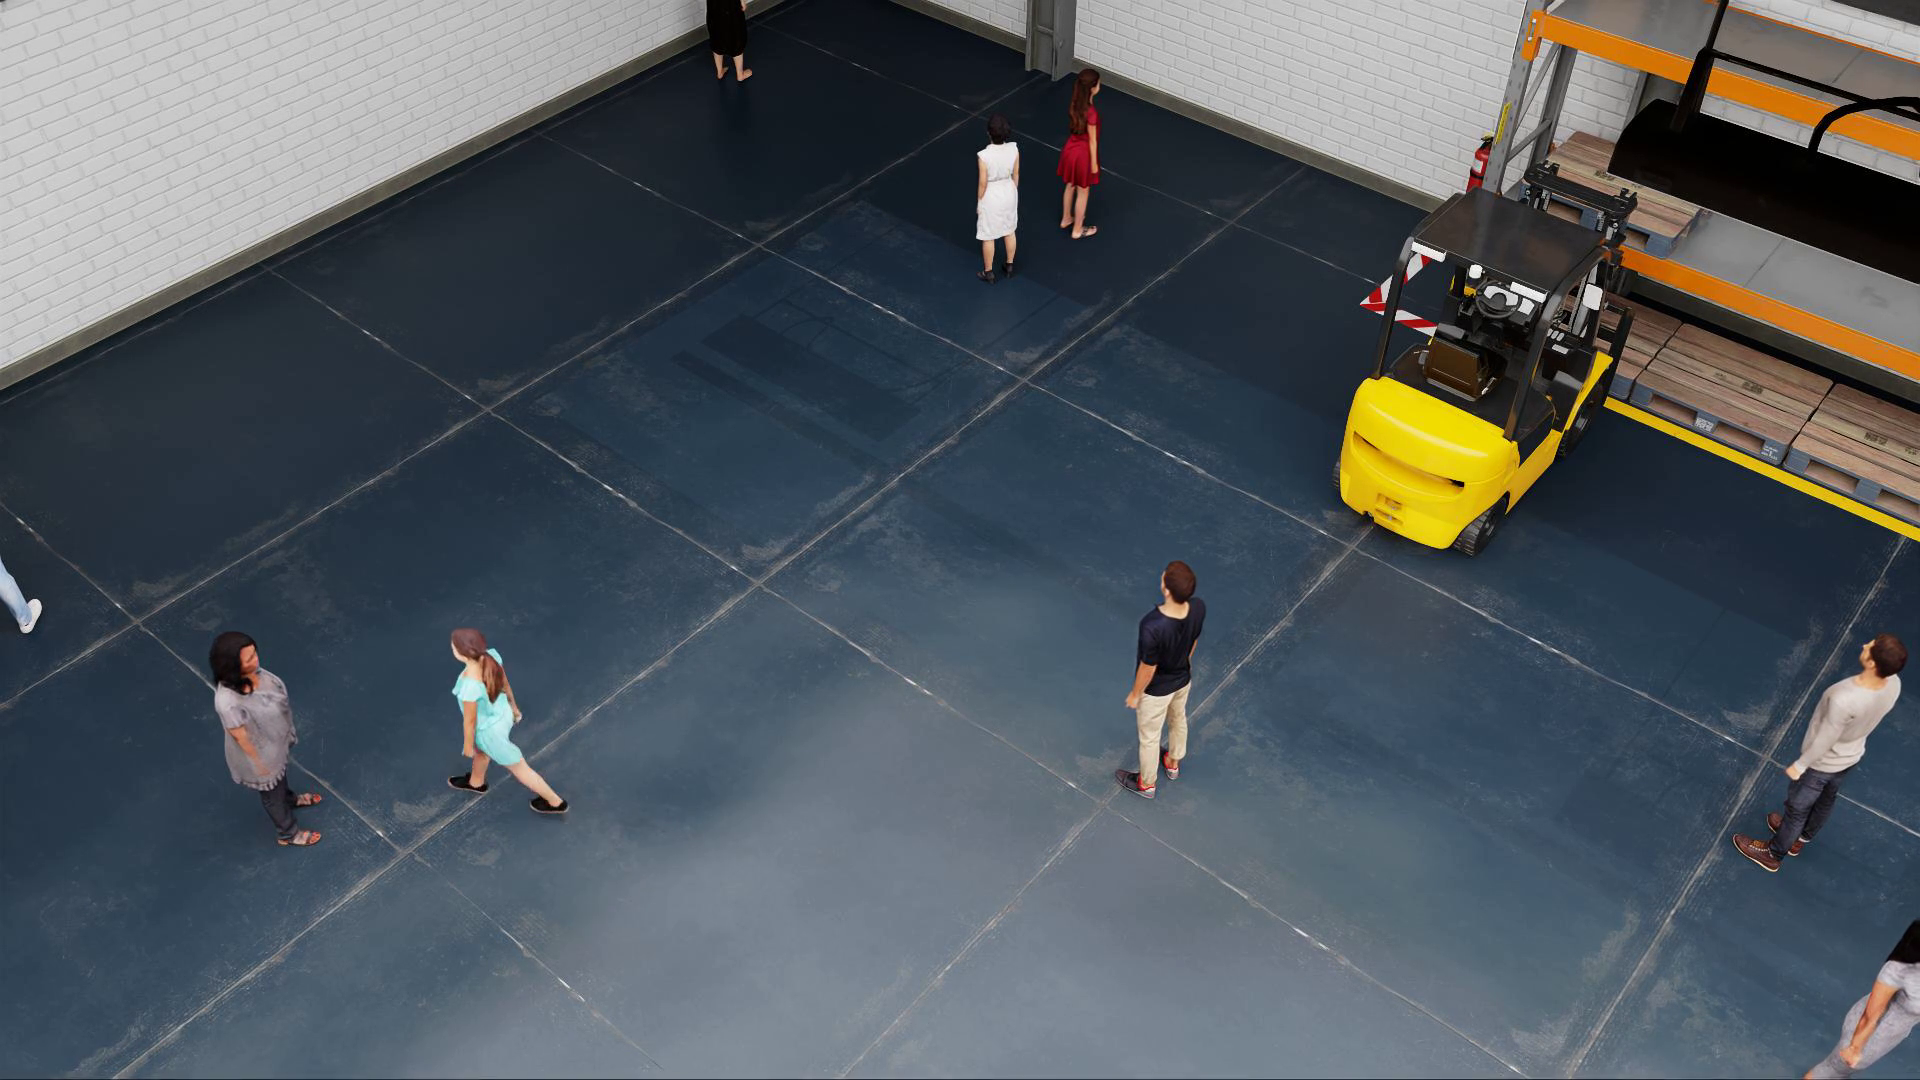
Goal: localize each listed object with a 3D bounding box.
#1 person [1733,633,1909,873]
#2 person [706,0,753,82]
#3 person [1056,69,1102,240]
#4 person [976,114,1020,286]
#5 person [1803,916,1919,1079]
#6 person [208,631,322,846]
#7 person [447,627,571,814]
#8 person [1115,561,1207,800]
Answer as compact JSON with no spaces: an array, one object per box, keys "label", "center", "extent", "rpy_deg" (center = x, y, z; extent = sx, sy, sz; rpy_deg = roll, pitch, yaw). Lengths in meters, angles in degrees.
[{"label":"person","center":[4.893,1.207,9.358],"extent":[0.733,1.867,0.693],"rpy_deg":[-21,48,-21]},{"label":"person","center":[-2.334,-5.311,16.376],"extent":[0.628,1.625,0.727],"rpy_deg":[11,45,12]},{"label":"person","center":[1.045,-3.336,14.355],"extent":[0.704,1.552,0.646],"rpy_deg":[-18,47,-18]},{"label":"person","center":[0.314,-2.832,13.823],"extent":[0.625,1.556,0.626],"rpy_deg":[-21,47,-20]},{"label":"person","center":[4.486,2.396,8.172],"extent":[0.651,1.781,0.632],"rpy_deg":[-21,47,-21]},{"label":"person","center":[-4.063,1.134,9.619],"extent":[0.833,1.613,0.762],"rpy_deg":[-10,45,-11]},{"label":"person","center":[-2.667,1.105,9.719],"extent":[1.118,1.517,0.870],"rpy_deg":[10,44,10]},{"label":"person","center":[1.205,0.822,9.767],"extent":[0.664,1.859,0.574],"rpy_deg":[-31,51,-28]}]
